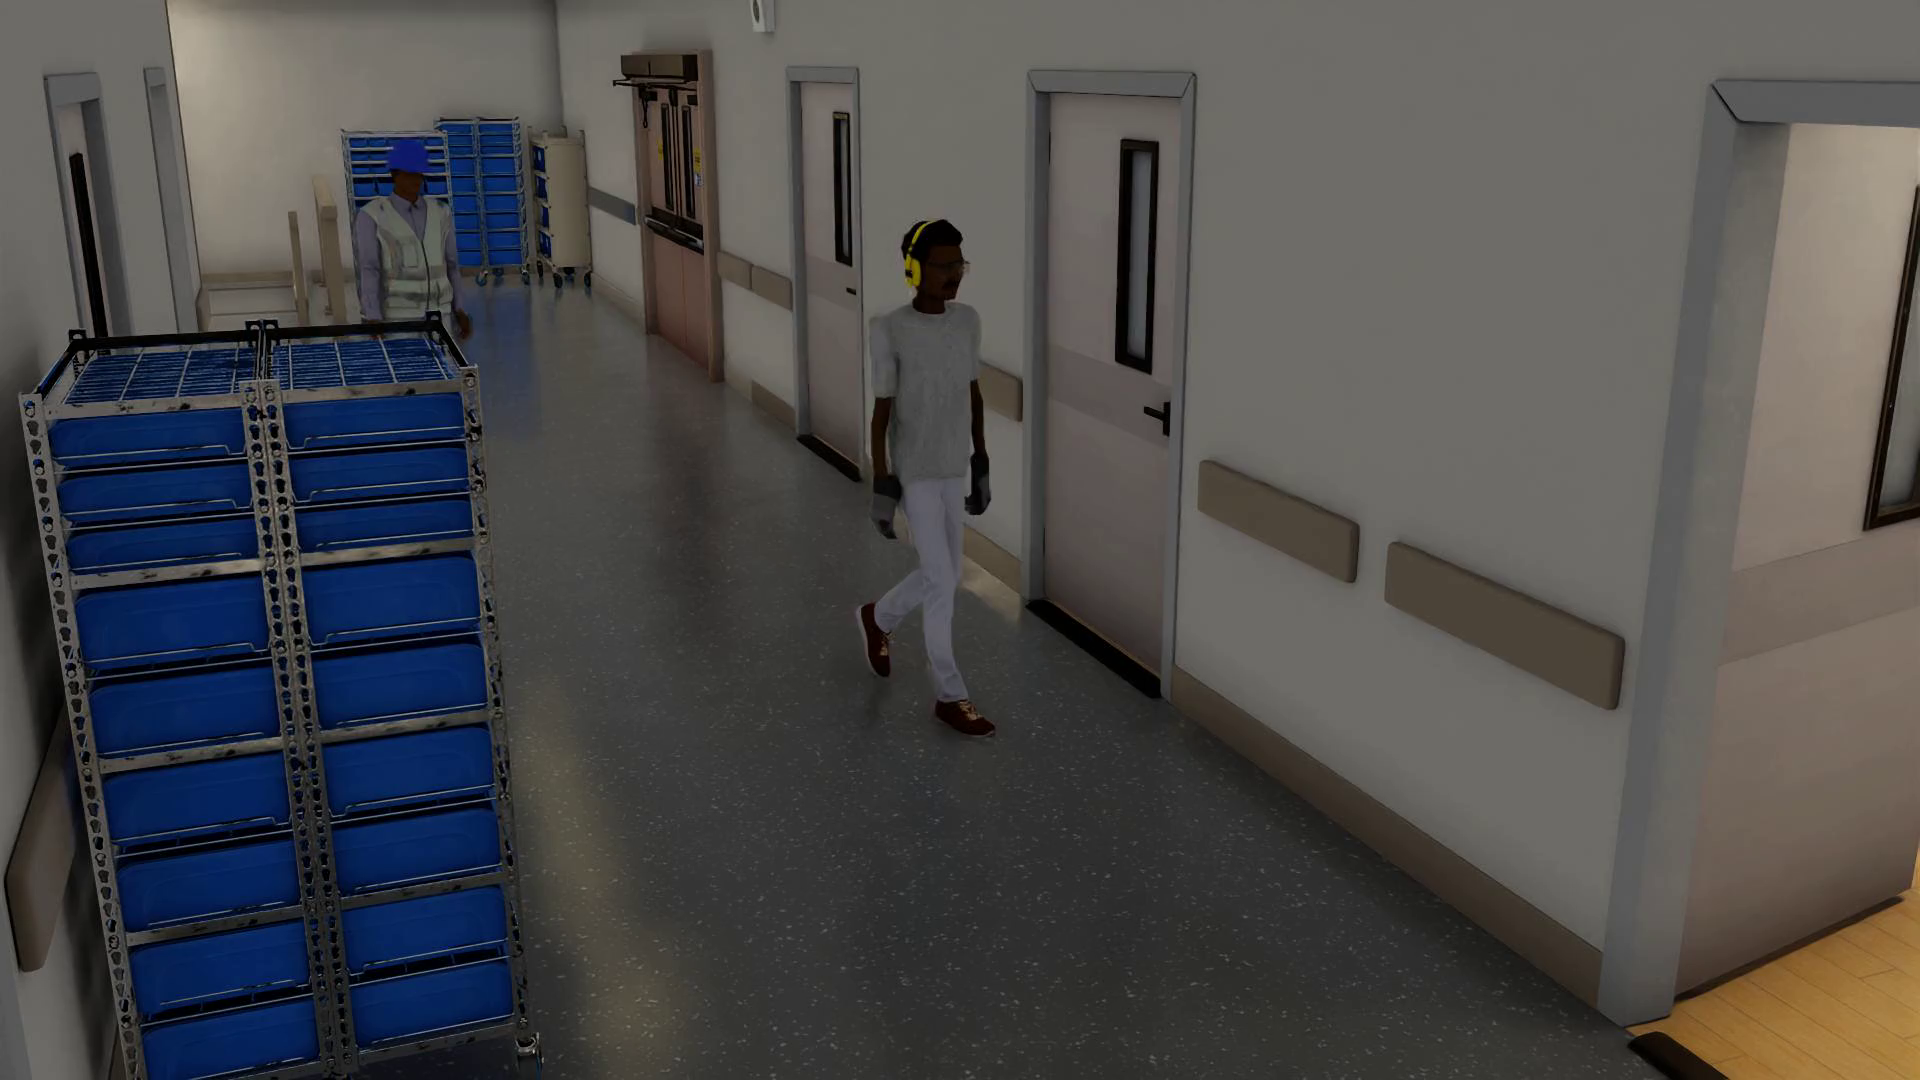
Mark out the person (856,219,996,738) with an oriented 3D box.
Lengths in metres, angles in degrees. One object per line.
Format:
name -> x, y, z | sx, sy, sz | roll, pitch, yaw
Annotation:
person -> -0.138, -0.253, 6.090 | 0.523, 1.846, 0.808 | -14, 21, -41

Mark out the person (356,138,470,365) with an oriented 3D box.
person -> -3.161, -1.338, 9.660 | 0.405, 1.944, 0.617 | 14, 21, 40
